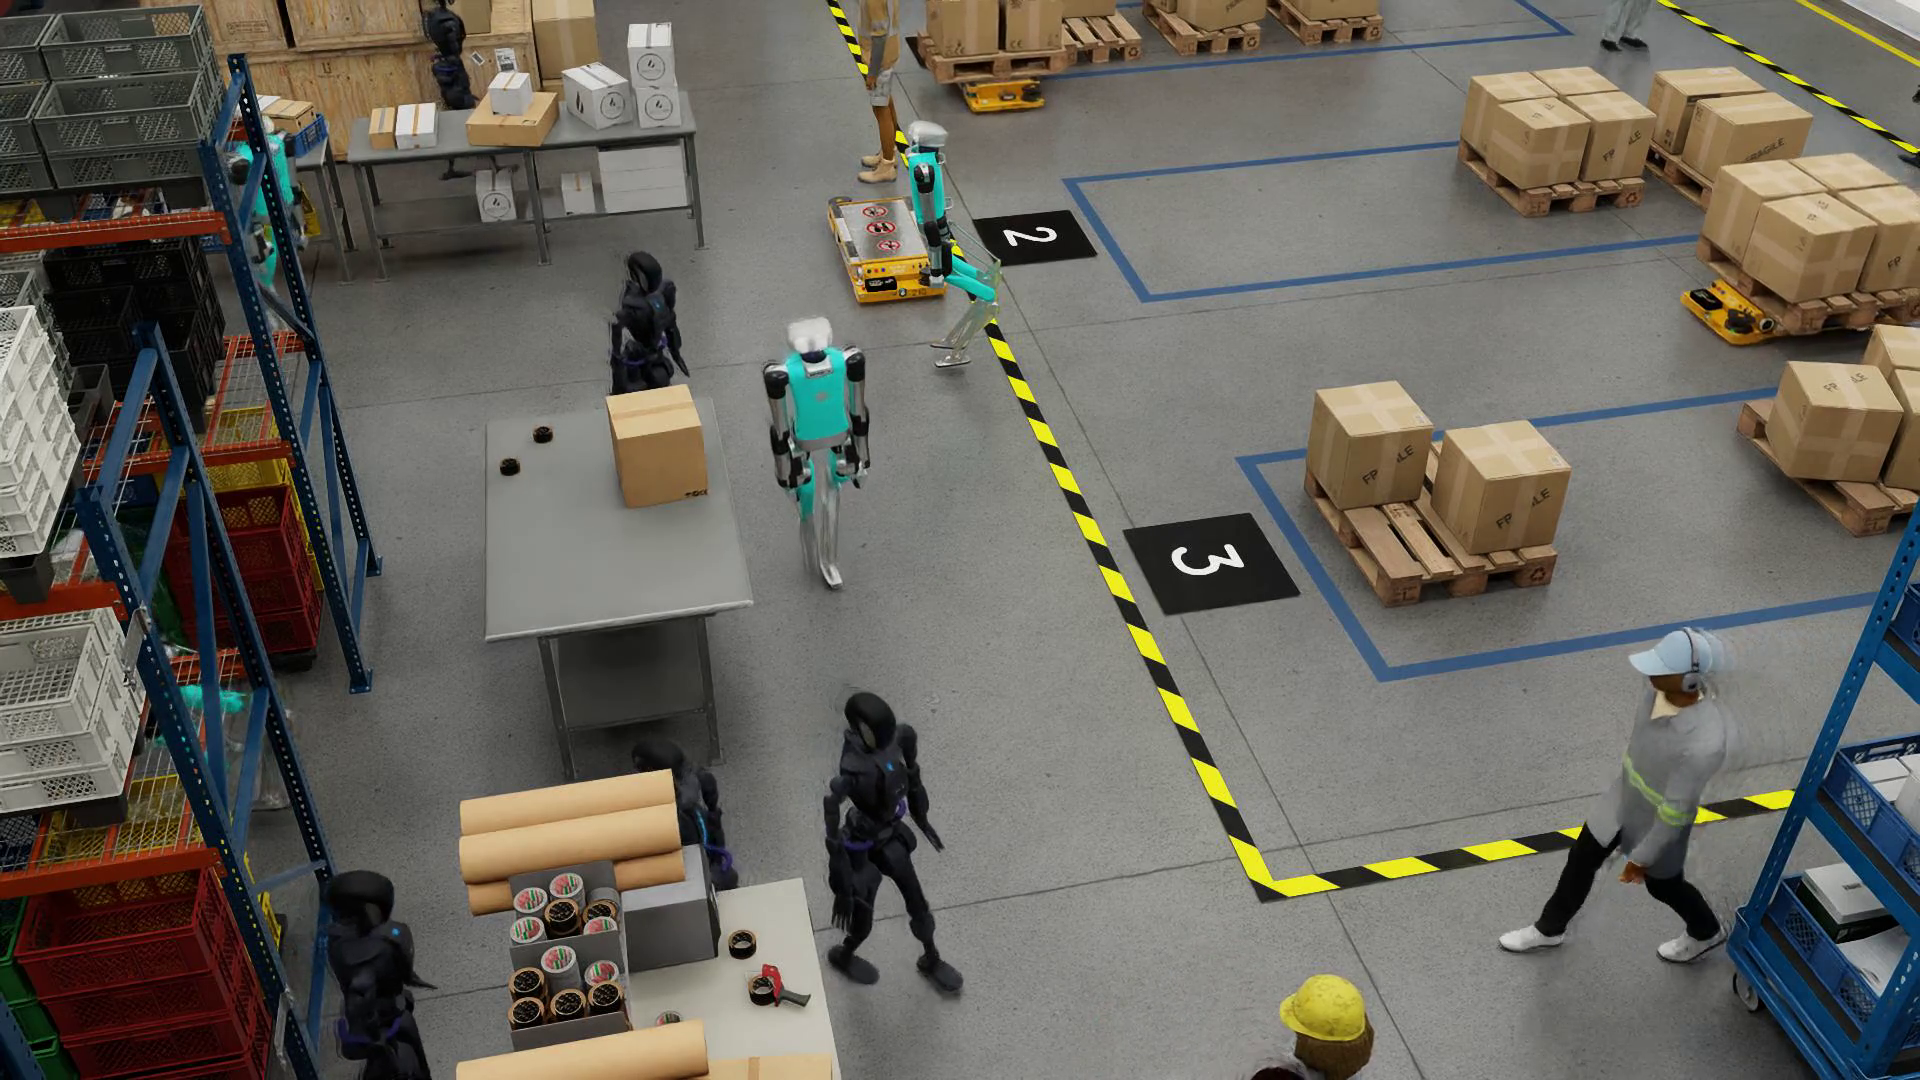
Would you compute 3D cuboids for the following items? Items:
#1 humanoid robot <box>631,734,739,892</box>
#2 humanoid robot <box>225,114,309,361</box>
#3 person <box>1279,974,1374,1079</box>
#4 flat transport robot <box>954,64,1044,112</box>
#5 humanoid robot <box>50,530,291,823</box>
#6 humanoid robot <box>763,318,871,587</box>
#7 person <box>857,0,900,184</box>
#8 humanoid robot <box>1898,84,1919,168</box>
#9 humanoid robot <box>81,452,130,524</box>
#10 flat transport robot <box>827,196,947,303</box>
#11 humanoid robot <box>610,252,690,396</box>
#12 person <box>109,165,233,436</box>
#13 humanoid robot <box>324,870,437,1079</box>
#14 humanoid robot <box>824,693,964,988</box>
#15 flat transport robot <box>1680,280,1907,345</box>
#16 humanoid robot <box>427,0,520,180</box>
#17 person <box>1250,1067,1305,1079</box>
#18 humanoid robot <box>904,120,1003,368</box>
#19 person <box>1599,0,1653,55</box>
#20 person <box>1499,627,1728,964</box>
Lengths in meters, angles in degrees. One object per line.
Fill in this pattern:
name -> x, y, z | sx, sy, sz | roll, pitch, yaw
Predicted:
humanoid robot -> -1.080, 1.417, 6.493 | 0.702, 1.623, 0.591 | 16, 39, 20
humanoid robot -> -4.668, -1.989, 11.038 | 0.801, 1.816, 0.552 | 16, 39, 20
person -> 1.135, 2.055, 5.554 | 0.300, 1.742, 0.493 | -1, 37, -1
flat transport robot -> 0.279, -4.321, 15.338 | 0.652, 0.197, 1.431 | -8, 37, -10
humanoid robot -> -3.469, 0.684, 7.411 | 1.051, 1.726, 0.554 | -1, 37, -1
humanoid robot -> -0.794, -0.434, 8.988 | 0.551, 1.894, 0.740 | -12, 38, -16
person -> -0.663, -3.854, 13.246 | 0.366, 2.048, 0.606 | 3, 37, 4
humanoid robot -> 8.066, -3.701, 13.359 | 0.603, 1.631, 0.648 | -14, 39, -18
humanoid robot -> -5.198, -0.761, 9.404 | 0.872, 1.859, 0.545 | -11, 38, -14
flat transport robot -> -0.570, -2.220, 12.538 | 0.659, 0.231, 1.431 | -8, 37, -10
humanoid robot -> -1.827, -0.989, 9.725 | 0.668, 1.614, 0.608 | 20, 41, 24
person -> -4.903, -1.486, 10.234 | 0.341, 1.841, 0.499 | -26, 44, -31
humanoid robot -> -2.101, 1.760, 6.010 | 0.403, 1.646, 0.610 | -8, 37, -11
humanoid robot -> -0.307, 1.252, 6.701 | 0.564, 1.638, 0.591 | 24, 43, 29
flat transport robot -> 5.957, -1.703, 11.819 | 1.431, 0.197, 0.652 | -8, 37, -10
humanoid robot -> -3.997, -3.708, 13.369 | 0.633, 1.640, 0.602 | -16, 39, -20
person -> 0.829, 2.192, 5.254 | 0.597, 1.889, 0.758 | -15, 39, -19
humanoid robot -> 0.021, -1.912, 10.779 | 0.735, 1.678, 0.533 | -2, 37, -2
person -> 6.397, -5.464, 15.641 | 0.623, 1.795, 0.406 | -19, 41, -24
person -> 2.879, 1.086, 6.805 | 0.913, 1.811, 0.590 | -5, 37, -6
